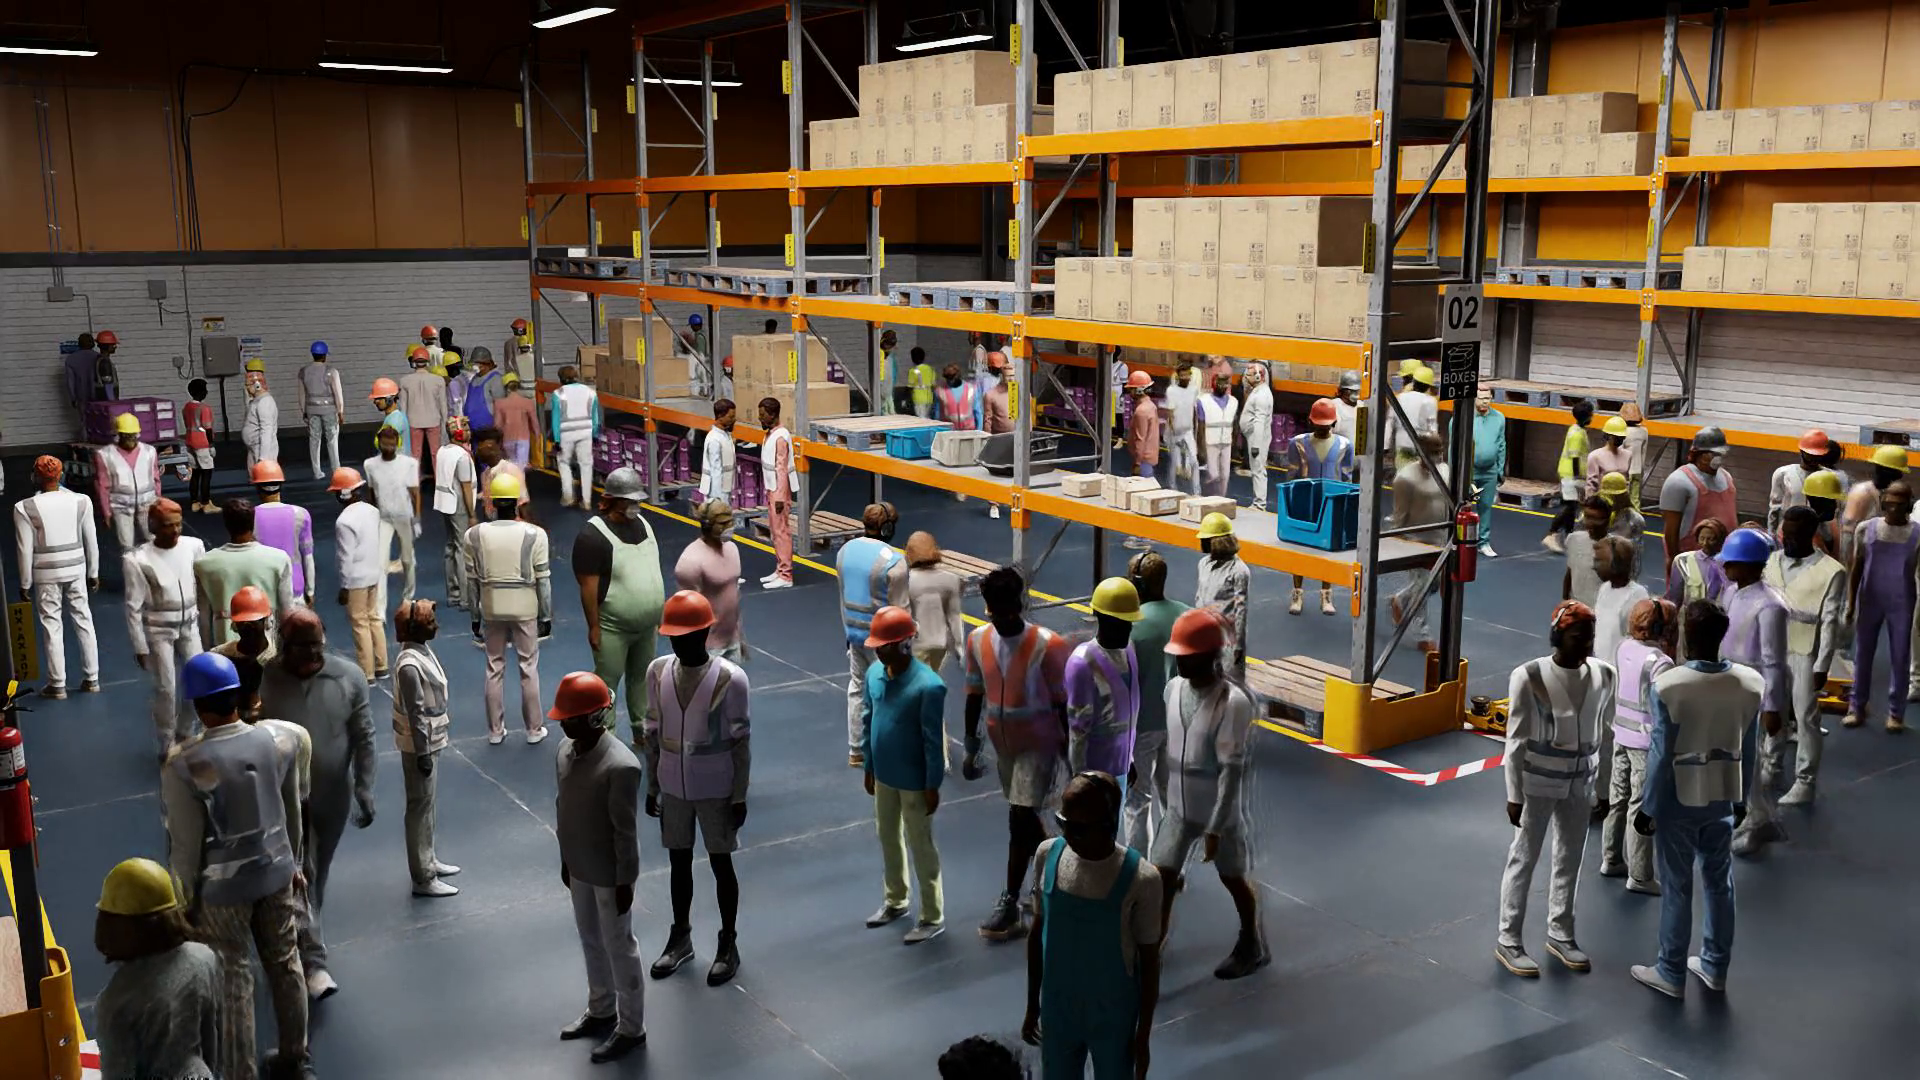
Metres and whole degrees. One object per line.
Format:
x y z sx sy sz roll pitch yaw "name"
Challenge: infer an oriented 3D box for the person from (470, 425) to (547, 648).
-3.948 -0.021 14.303 0.751 1.908 0.692 -6 12 -28 "person"

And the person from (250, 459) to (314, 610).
-5.062 0.362 12.301 0.549 1.927 0.393 -8 13 -34 "person"

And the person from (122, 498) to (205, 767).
-5.244 0.629 11.089 0.439 1.862 0.654 7 13 31 "person"

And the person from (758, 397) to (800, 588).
-1.820 -0.480 16.656 0.402 1.909 0.599 -3 12 -17 "person"

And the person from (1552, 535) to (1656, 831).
3.984 0.872 9.992 0.651 1.819 0.554 -1 11 -5 "person"

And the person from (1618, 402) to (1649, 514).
7.450 -0.721 18.589 0.500 1.633 0.284 -6 13 -28 "person"

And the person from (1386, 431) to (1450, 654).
3.911 -0.006 14.245 0.641 1.911 0.729 -5 12 -24 "person"

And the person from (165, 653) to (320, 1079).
-3.100 1.371 7.181 0.611 1.917 0.974 -8 14 -35 "person"

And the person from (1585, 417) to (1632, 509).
6.326 -0.323 16.213 0.535 1.766 0.318 -4 12 -21 "person"

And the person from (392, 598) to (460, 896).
-2.944 1.127 9.116 0.307 1.641 0.514 -3 11 -14 "person"

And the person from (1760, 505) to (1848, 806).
5.285 0.717 10.530 0.396 1.910 0.579 -4 12 -21 "person"

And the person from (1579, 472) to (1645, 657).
5.064 0.324 12.990 0.487 1.737 0.358 3 11 15 "person"

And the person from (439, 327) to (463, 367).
-8.230 -2.498 26.990 0.587 1.910 0.398 9 14 39 "person"

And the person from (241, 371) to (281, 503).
-8.149 -1.017 19.409 0.410 1.907 0.642 -5 12 -24 "person"

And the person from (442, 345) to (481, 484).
-6.873 -1.703 22.822 0.524 1.942 0.612 0 11 2 "person"

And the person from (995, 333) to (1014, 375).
0.771 -2.575 27.571 0.392 1.836 0.566 2 11 12 "person"

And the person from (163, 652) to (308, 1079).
-2.996 1.412 6.892 0.403 1.937 0.604 7 13 30 "person"

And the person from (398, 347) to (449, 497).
-7.034 -1.533 21.850 0.620 1.986 0.409 -3 12 -17 "person"

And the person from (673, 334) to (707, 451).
-4.328 -2.374 26.546 0.576 1.836 0.964 -1 11 -4 "person"

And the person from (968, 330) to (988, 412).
0.292 -2.543 27.299 0.351 1.876 0.585 0 11 0 "person"

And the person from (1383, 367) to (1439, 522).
5.427 -1.131 20.000 0.668 1.906 0.410 10 15 41 "person"

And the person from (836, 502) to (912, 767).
-0.542 0.654 11.050 0.429 1.835 0.632 -11 15 -43 "person"

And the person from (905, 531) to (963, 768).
-0.224 0.733 11.248 0.497 1.590 0.830 -6 13 -29 "person"

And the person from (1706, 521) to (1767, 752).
5.389 0.671 11.473 0.521 1.631 0.323 2 11 9 "person"

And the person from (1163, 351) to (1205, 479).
3.130 -1.774 23.497 0.652 1.817 0.546 -9 14 -37 "person"

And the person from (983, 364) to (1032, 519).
0.598 -1.210 20.393 0.651 1.906 0.402 -4 12 -19 "person"

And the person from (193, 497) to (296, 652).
-4.566 0.683 10.690 0.587 1.913 0.396 -3 12 -16 "person"

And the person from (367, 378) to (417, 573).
-5.896 -0.669 17.303 0.405 2.035 0.606 -3 11 -15 "person"

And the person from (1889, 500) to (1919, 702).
7.315 0.345 12.474 0.400 1.896 0.654 -4 12 -17 "person"

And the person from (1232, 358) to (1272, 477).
4.170 -1.935 23.757 0.542 2.000 0.813 4 12 21 "person"

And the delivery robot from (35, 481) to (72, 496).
-10.721 -0.460 19.779 0.477 0.478 0.707 -11 15 -43 "delivery robot"

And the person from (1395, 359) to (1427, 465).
5.833 -1.400 21.419 0.468 1.896 0.662 8 14 36 "person"

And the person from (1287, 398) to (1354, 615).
3.330 -0.305 15.434 0.605 2.034 0.389 1 11 6 "person"

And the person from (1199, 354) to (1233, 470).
3.657 -1.899 23.967 0.399 1.900 0.686 -4 12 -18 "person"

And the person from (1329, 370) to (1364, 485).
4.247 -0.842 18.163 0.688 2.000 0.536 -6 12 -27 "person"

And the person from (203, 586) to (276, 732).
-3.754 1.105 8.922 0.563 1.755 0.323 -3 11 -13 "person"

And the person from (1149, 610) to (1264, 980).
1.122 1.255 7.851 1.007 1.891 0.549 -10 15 -41 "person"

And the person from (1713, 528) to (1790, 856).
4.524 0.885 9.609 0.465 1.931 0.625 2 11 8 "person"

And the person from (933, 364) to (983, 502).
-0.035 -1.435 21.878 0.650 1.790 0.920 -1 11 -7 "person"

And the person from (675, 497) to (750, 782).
-1.577 0.677 10.650 0.355 1.936 0.635 4 12 20 "person"

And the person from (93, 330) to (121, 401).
-12.391 -2.032 24.263 0.403 2.038 0.605 -7 13 -33 "person"

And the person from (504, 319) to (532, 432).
-7.359 -2.709 27.861 0.612 1.984 0.401 8 14 36 "person"

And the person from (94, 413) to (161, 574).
-7.999 -0.317 16.081 0.602 1.812 0.600 -9 14 -39 "person"

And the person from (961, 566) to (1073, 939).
0.264 1.080 8.624 0.627 1.914 0.864 9 14 39 "person"

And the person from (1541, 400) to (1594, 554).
6.740 -0.714 18.409 0.482 1.694 0.714 3 11 14 "person"
